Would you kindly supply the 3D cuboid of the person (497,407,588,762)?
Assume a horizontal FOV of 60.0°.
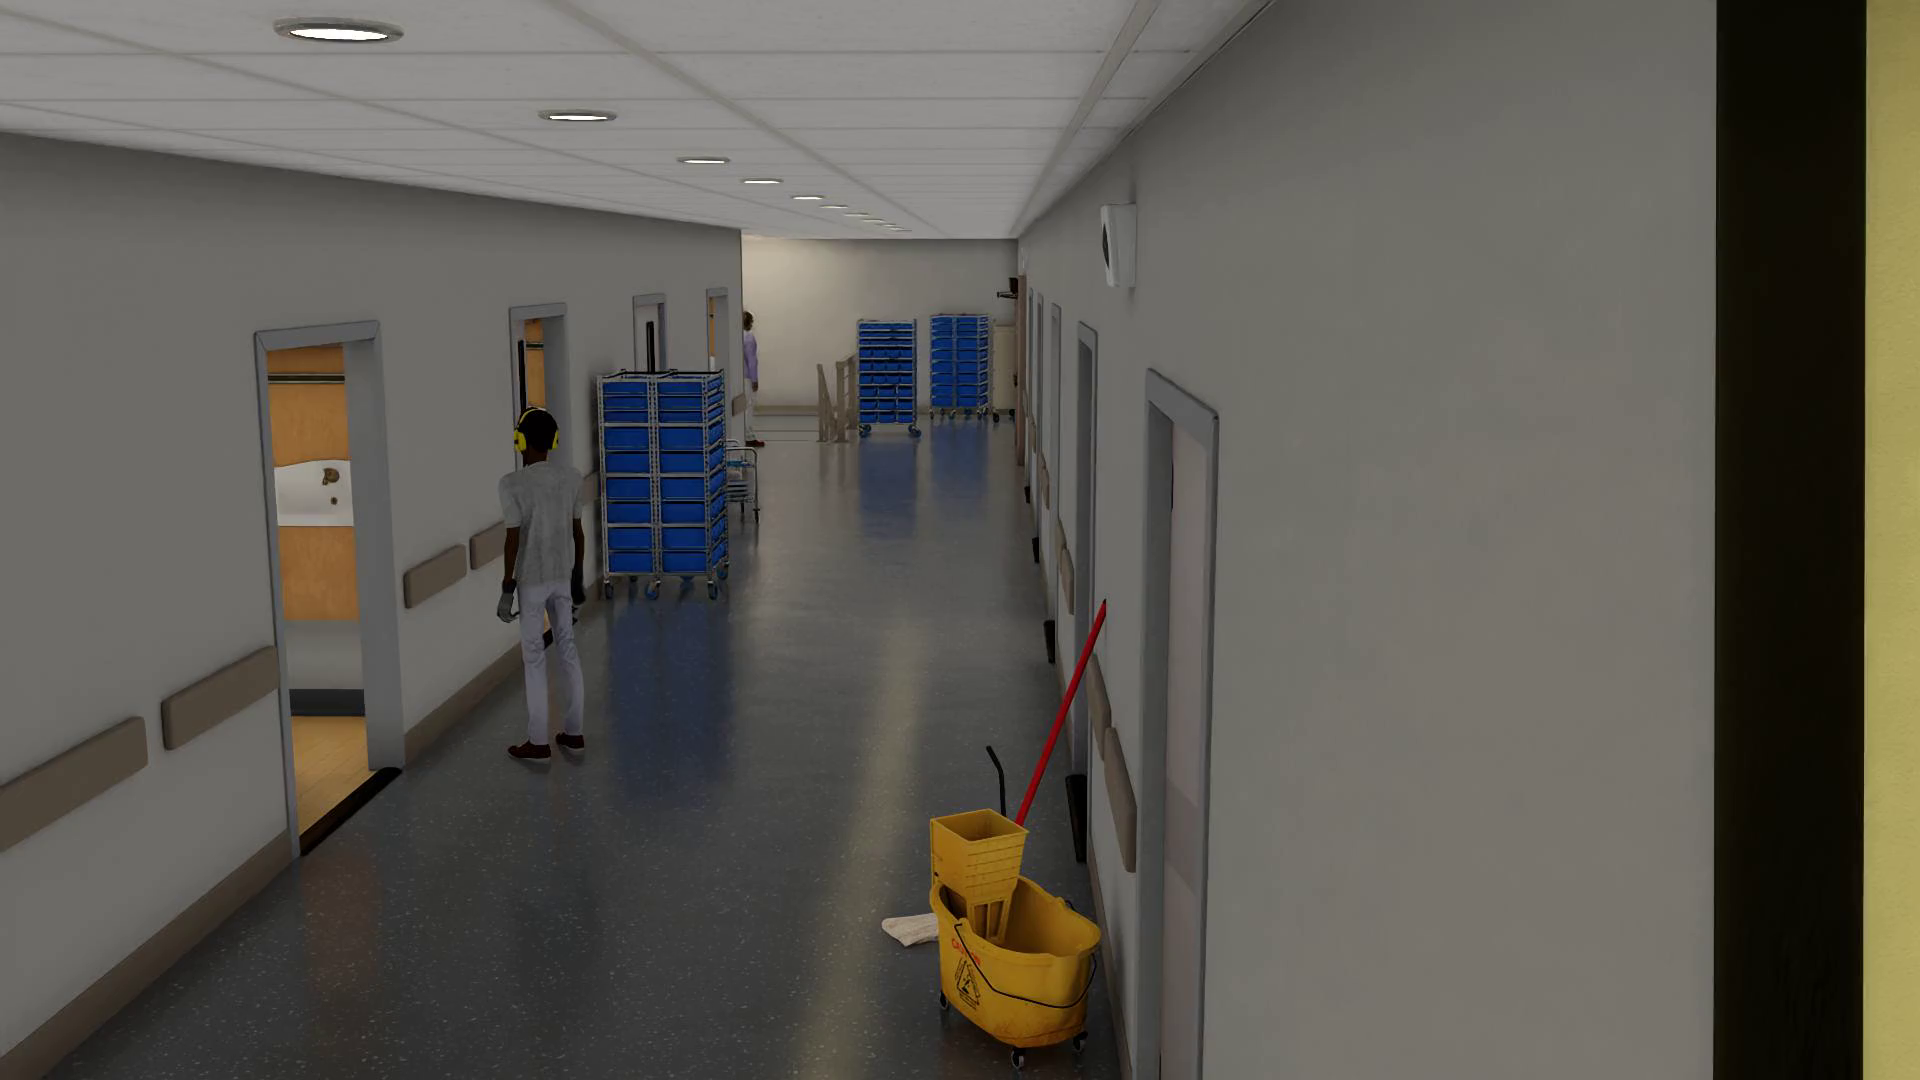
[{"bbox_3d":[-2.210,0.233,8.784,0.323,1.871,0.528,8,13,41],"label":"person"}]
